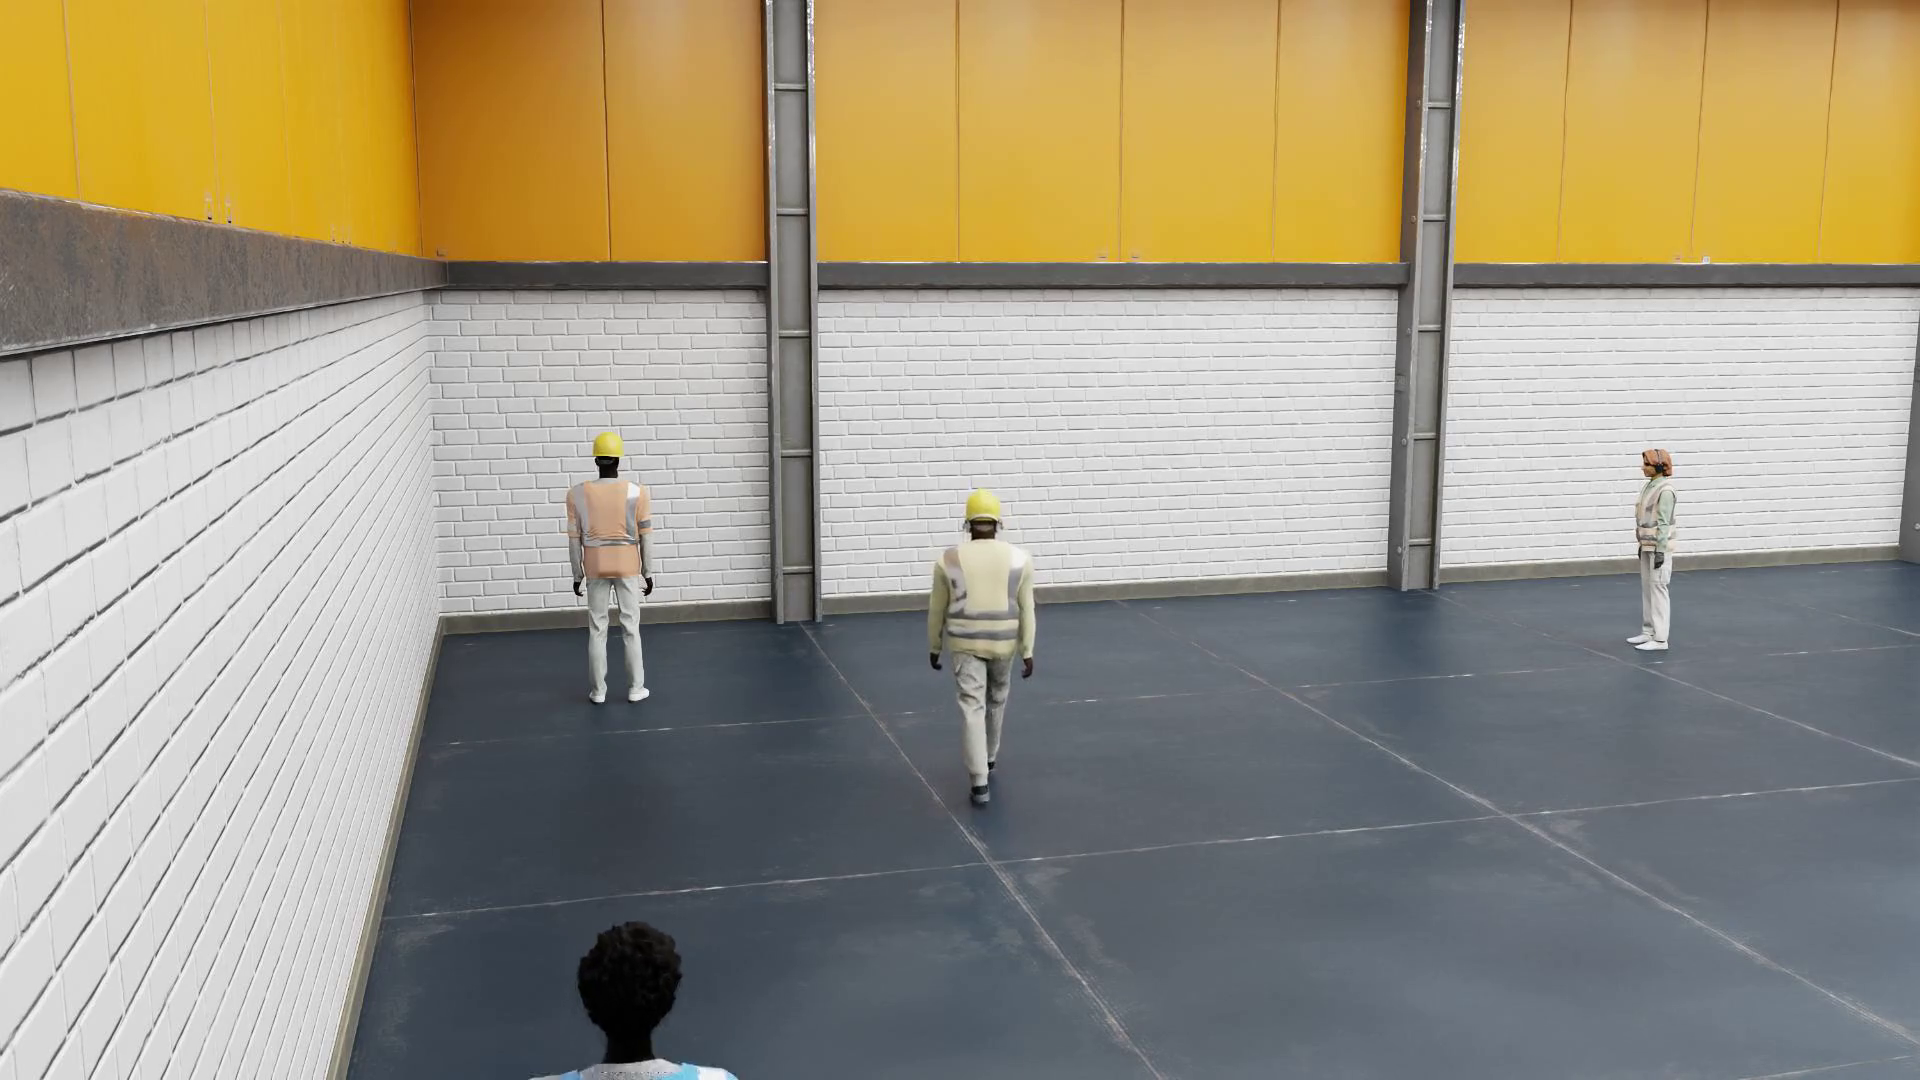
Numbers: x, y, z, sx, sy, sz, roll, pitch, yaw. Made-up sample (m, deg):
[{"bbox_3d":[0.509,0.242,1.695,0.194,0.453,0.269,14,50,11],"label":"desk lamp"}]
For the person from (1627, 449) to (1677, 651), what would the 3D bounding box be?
[{"bbox_3d":[5.603,0.077,13.422,0.314,1.629,0.509,0,9,3],"label":"person"}]

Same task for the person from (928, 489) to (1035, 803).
[{"bbox_3d":[0.121,0.593,9.724,0.611,1.786,0.924,-1,9,-6],"label":"person"}]

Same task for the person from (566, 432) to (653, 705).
[{"bbox_3d":[-2.451,0.204,11.702,0.588,1.927,0.365,-1,9,-8],"label":"person"}]

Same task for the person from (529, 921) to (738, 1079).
[{"bbox_3d":[-0.690,1.640,3.517,0.531,1.673,0.761,-3,10,-20],"label":"person"}]
